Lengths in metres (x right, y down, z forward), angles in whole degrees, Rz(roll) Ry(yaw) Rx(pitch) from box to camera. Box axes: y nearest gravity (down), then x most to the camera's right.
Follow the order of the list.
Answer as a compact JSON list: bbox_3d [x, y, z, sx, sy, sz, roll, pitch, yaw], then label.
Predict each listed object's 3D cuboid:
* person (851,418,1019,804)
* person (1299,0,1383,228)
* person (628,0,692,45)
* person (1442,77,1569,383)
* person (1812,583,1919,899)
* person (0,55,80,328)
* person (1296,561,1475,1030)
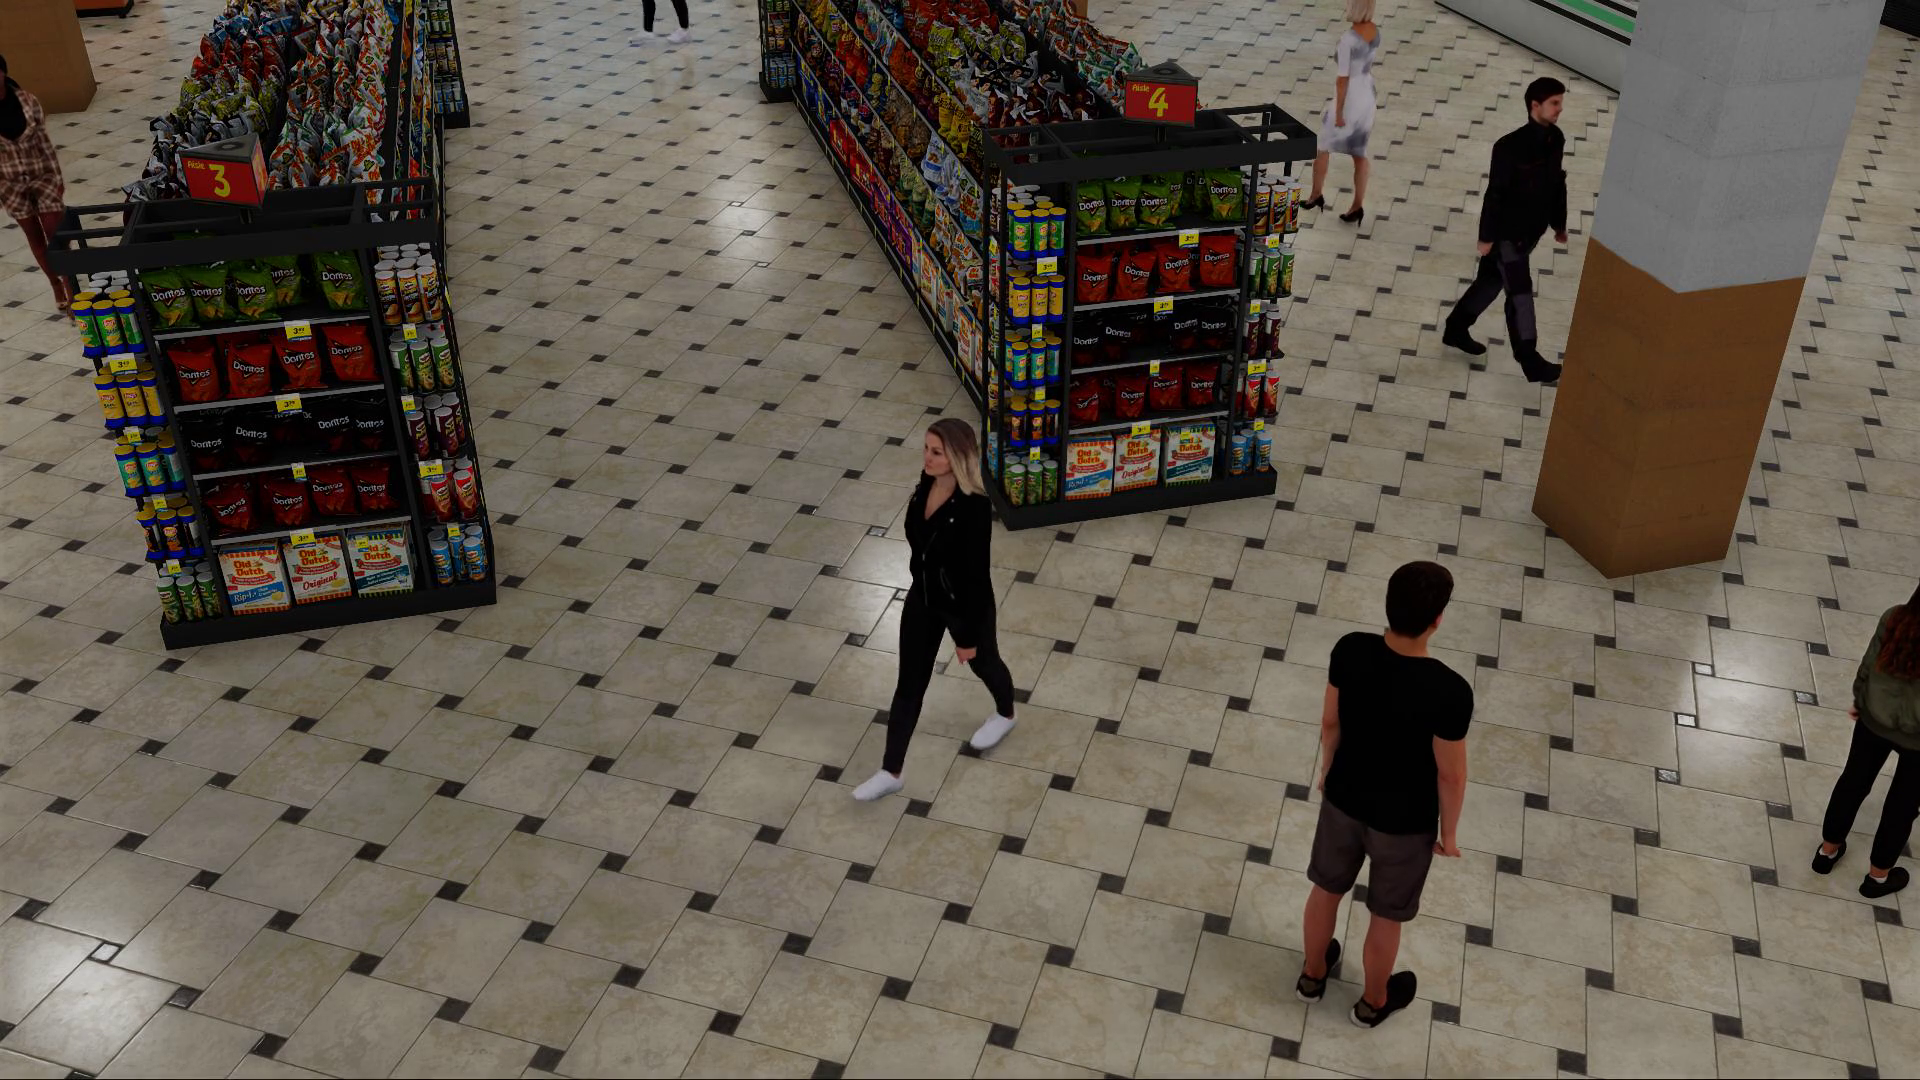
[{"bbox_3d":[0.045,0.261,6.718,1.038,1.633,1.162,-26,40,-35],"label":"person"},{"bbox_3d":[2.905,-3.117,12.060,0.692,1.726,0.857,-17,36,-25],"label":"person"},{"bbox_3d":[-2.841,-5.668,16.265,0.798,1.615,0.879,-17,36,-25],"label":"person"},{"bbox_3d":[3.257,-1.868,9.997,1.076,1.786,1.274,-27,41,-36],"label":"person"},{"bbox_3d":[3.510,0.691,6.176,0.713,1.477,0.586,-24,39,-33],"label":"person"},{"bbox_3d":[-5.973,-2.264,10.660,0.724,1.758,1.014,-15,35,-23],"label":"person"},{"bbox_3d":[1.382,0.865,5.531,0.739,1.863,0.834,23,39,32],"label":"person"}]
